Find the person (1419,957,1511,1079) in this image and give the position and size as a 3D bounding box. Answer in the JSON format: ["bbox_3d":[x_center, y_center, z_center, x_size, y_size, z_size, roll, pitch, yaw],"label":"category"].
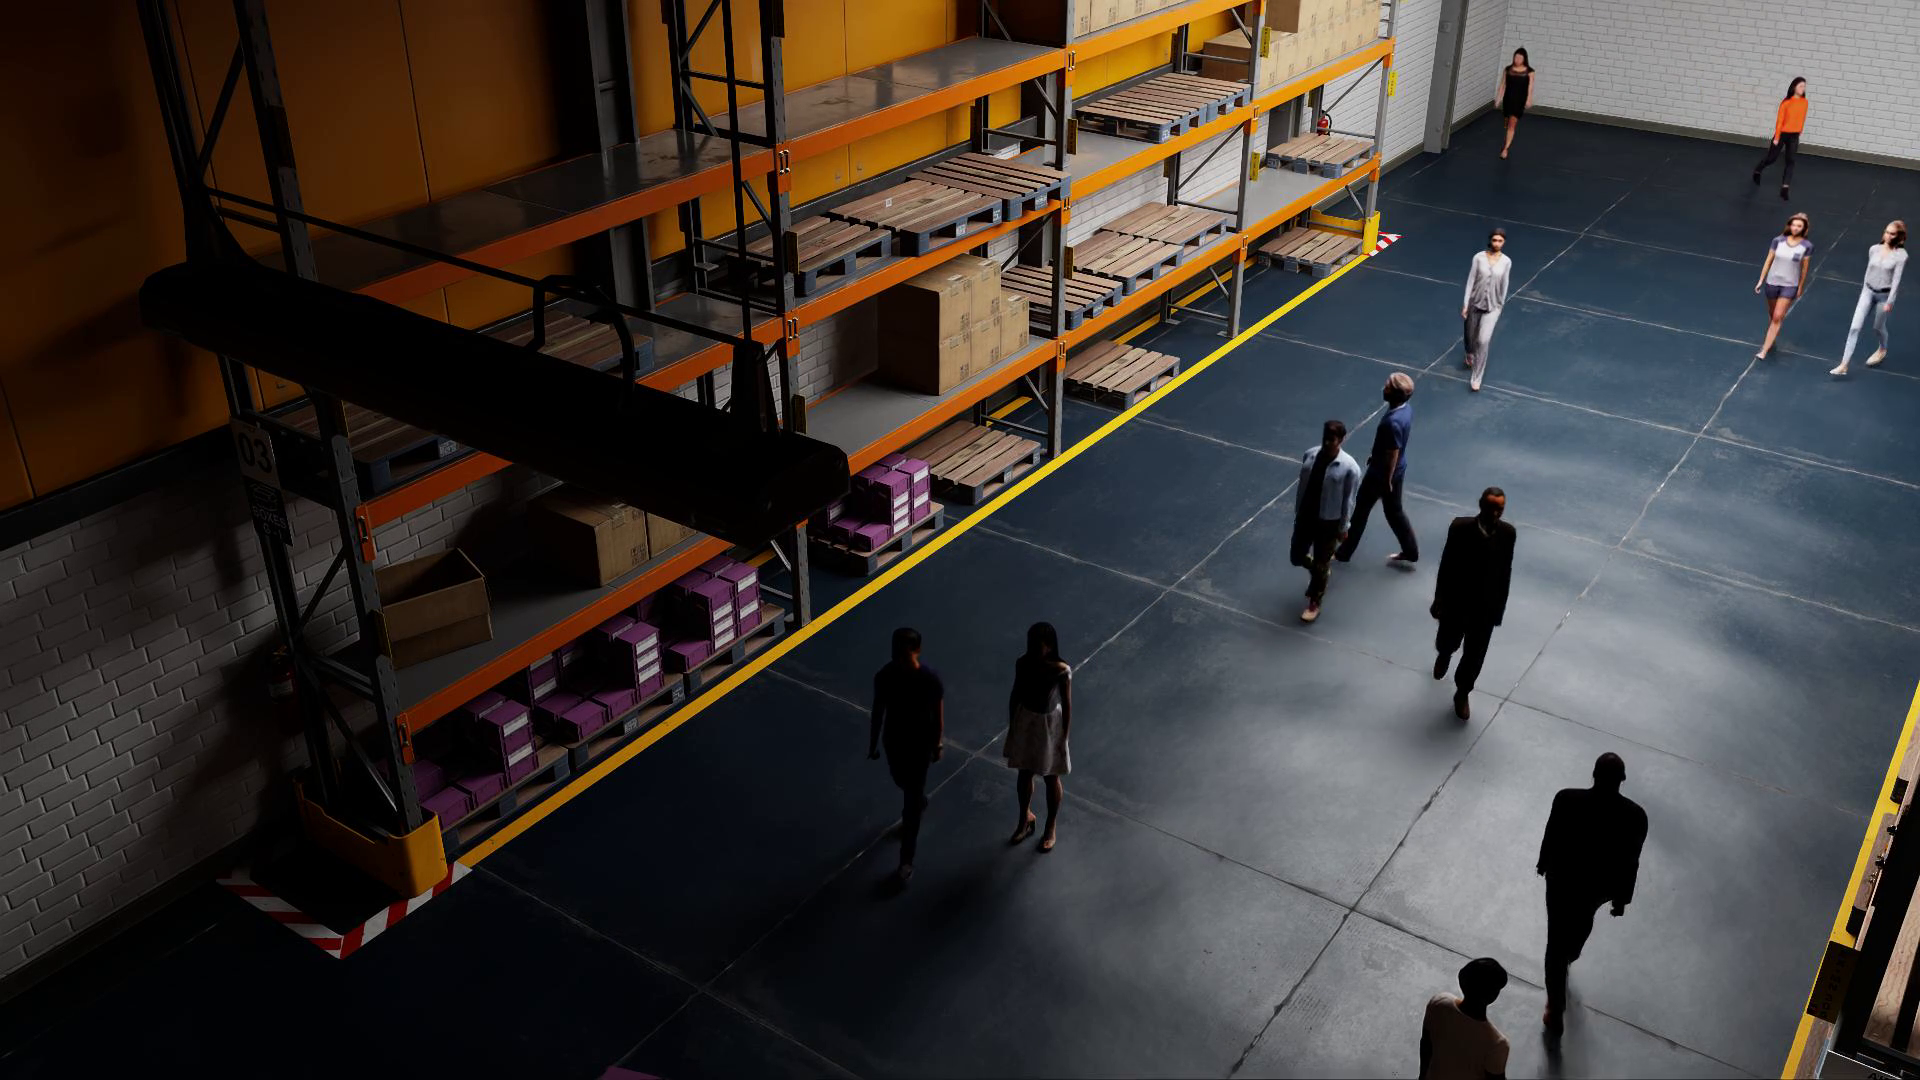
[{"bbox_3d":[2.527,2.805,8.459,0.630,1.720,0.685,-21,35,-33],"label":"person"}]

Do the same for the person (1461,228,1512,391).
[{"bbox_3d":[5.759,-2.593,18.333,0.782,1.740,1.133,10,30,17],"label":"person"}]

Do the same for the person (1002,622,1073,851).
[{"bbox_3d":[0.534,1.315,11.134,0.687,1.773,0.681,13,31,22],"label":"person"}]

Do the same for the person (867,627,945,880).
[{"bbox_3d":[-0.323,1.319,11.146,0.858,1.755,1.139,10,30,17],"label":"person"}]

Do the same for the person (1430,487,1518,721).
[{"bbox_3d":[3.881,0.414,12.662,0.913,1.892,1.047,6,29,10],"label":"person"}]

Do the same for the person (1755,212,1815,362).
[{"bbox_3d":[9.394,-2.903,18.970,1.111,1.675,0.731,-25,37,-38],"label":"person"}]

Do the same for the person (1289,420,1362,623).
[{"bbox_3d":[3.050,-0.198,13.883,0.736,1.798,0.805,24,37,36],"label":"person"}]

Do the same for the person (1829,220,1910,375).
[{"bbox_3d":[10.262,-2.683,18.488,1.275,1.751,0.942,-16,33,-27],"label":"person"}]

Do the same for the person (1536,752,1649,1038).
[{"bbox_3d":[3.624,2.077,9.731,0.980,1.779,1.269,7,29,12],"label":"person"}]

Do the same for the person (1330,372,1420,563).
[{"bbox_3d":[3.812,-0.587,14.555,0.828,1.836,1.042,13,31,22],"label":"person"}]

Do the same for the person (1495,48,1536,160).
[{"bbox_3d":[8.779,-6.911,26.323,0.716,1.670,1.065,16,33,27],"label":"person"}]

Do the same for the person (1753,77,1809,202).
[{"bbox_3d":[12.084,-5.922,24.462,1.088,1.715,1.160,-4,29,-7],"label":"person"}]
